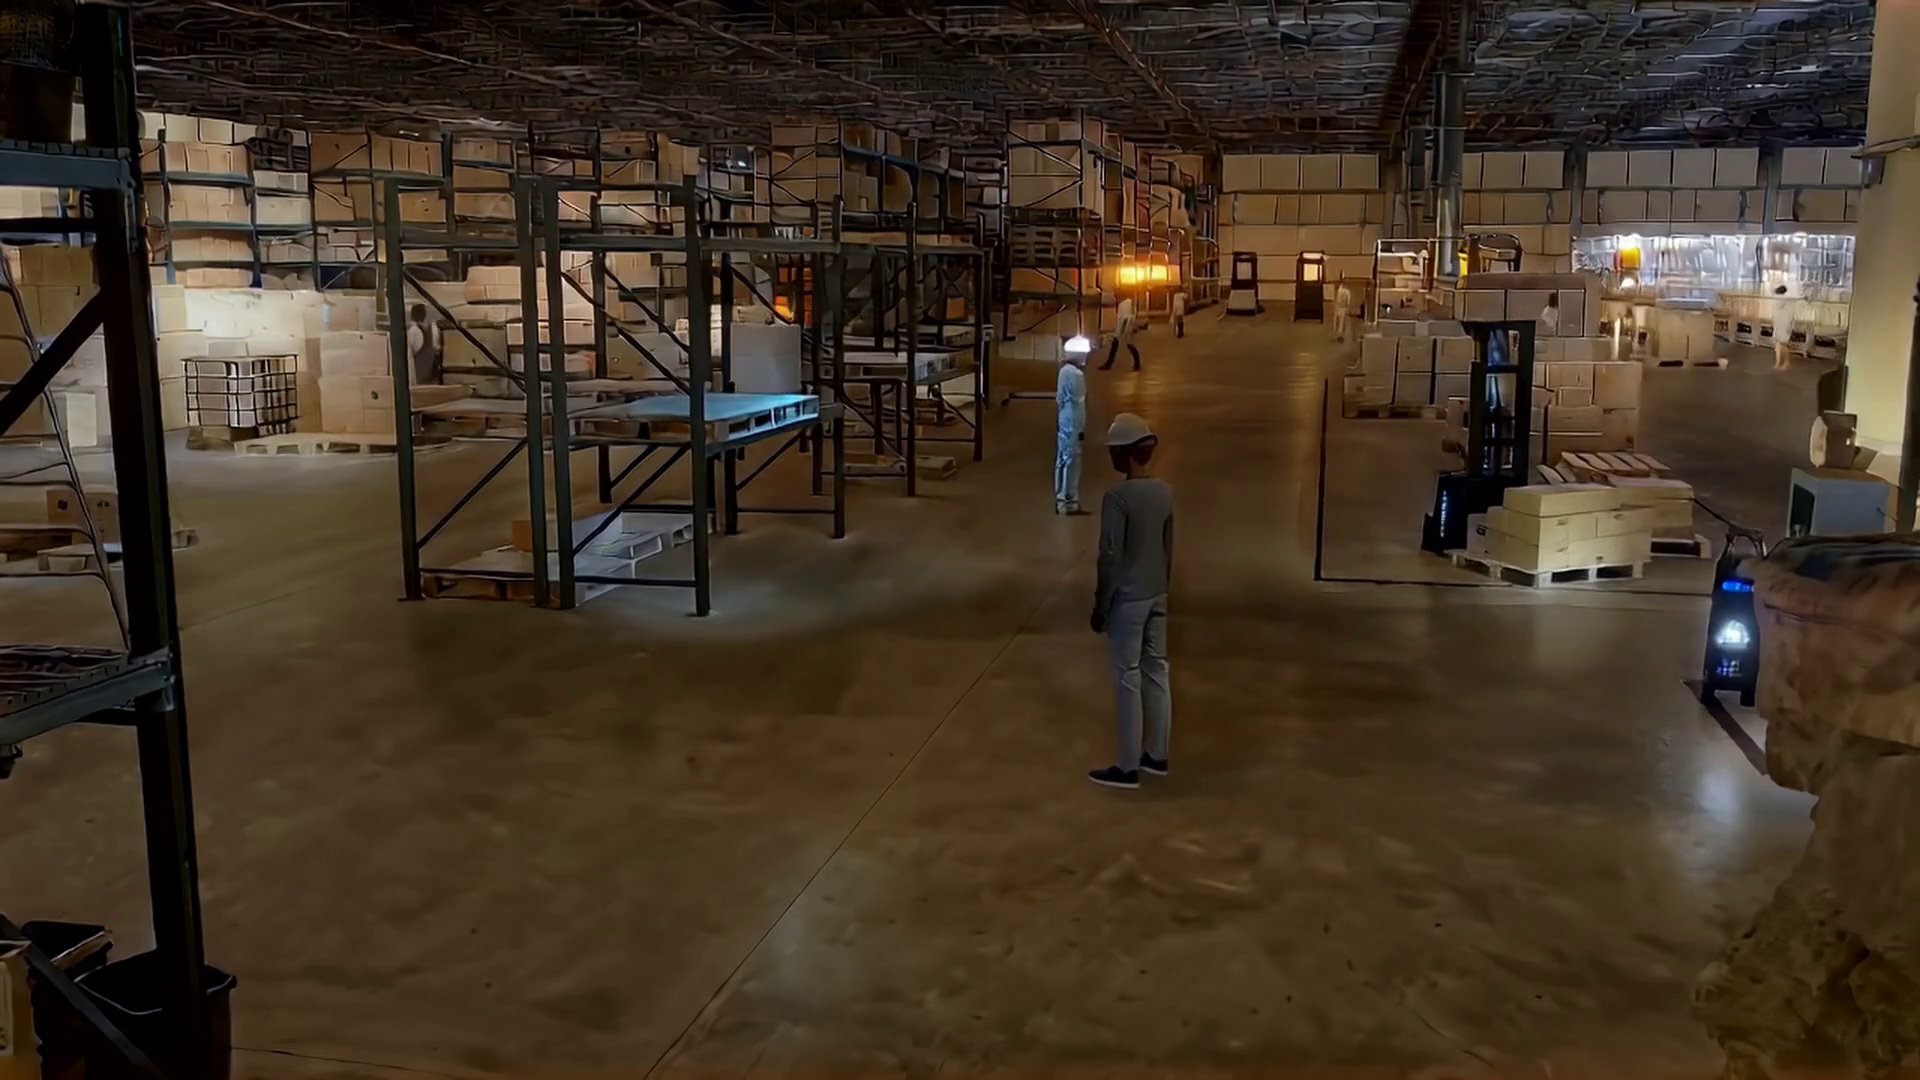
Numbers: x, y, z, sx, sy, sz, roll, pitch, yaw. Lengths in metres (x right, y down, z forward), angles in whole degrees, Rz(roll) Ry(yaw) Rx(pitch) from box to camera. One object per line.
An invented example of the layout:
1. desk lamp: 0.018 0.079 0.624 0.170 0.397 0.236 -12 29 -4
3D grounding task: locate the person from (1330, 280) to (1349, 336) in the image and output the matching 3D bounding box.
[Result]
1. person: 12.341 -7.544 54.082 0.585 1.806 0.863 3 10 17

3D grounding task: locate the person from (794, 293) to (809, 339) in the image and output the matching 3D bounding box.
1. person: -3.957 -5.326 41.297 0.390 1.668 0.576 -3 10 -17

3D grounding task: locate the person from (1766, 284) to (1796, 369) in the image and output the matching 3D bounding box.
1. person: 18.583 -4.830 37.647 0.476 1.916 0.557 -9 13 -42

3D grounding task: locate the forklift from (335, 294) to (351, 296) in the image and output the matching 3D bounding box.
1. forklift: -19.361 -7.794 52.361 1.873 2.768 1.129 -2 10 -9

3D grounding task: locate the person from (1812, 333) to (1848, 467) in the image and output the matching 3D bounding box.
1. person: 6.971 -0.681 12.976 1.002 1.941 0.634 -3 10 -16

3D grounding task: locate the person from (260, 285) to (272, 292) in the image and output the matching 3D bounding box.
1. person: -14.199 -4.254 34.184 0.377 1.936 0.549 1 10 5

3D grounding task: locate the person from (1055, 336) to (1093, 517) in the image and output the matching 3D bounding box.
1. person: 1.110 -1.093 16.065 0.311 1.736 0.483 -3 10 -16

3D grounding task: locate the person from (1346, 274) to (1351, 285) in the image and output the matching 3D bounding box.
1. person: 20.250 -13.066 87.042 0.873 1.693 0.508 2 10 12

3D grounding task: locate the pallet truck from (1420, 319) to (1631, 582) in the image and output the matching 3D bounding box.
1. pallet truck: 4.543 -0.757 13.299 0.823 1.965 1.885 -4 10 -22

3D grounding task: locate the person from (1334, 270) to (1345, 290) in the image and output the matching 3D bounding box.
1. person: 18.293 -12.009 80.074 0.618 1.945 0.394 -5 11 -27

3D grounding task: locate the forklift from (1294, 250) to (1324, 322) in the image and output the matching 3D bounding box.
1. forklift: 13.778 -10.002 65.433 1.129 2.768 1.873 2 10 12

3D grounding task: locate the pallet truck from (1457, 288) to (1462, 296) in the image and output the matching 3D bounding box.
1. pallet truck: 20.506 -9.785 68.819 0.653 1.274 1.630 2 10 12

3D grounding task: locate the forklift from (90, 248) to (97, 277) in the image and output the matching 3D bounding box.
1. forklift: -26.228 -7.535 50.828 1.129 2.768 1.873 2 10 12

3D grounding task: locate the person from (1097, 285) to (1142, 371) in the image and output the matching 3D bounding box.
1. person: 3.571 -4.657 36.644 1.001 1.911 0.624 -2 10 -13

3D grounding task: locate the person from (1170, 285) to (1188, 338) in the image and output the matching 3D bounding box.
1. person: 6.903 -7.198 52.449 0.538 1.656 0.848 1 10 5

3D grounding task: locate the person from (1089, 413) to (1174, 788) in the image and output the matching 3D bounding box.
1. person: 0.808 0.279 7.880 0.336 1.761 0.522 8 12 40

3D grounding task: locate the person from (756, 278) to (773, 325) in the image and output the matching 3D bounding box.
1. person: -6.220 -7.414 53.089 0.645 1.872 0.860 3 10 17

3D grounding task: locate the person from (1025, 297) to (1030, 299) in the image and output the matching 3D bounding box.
1. person: 2.504 -8.263 57.924 0.631 1.940 0.372 -9 13 -43

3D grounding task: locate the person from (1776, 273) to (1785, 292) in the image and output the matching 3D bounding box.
1. person: 39.288 -11.883 79.668 0.607 1.833 0.579 2 10 10

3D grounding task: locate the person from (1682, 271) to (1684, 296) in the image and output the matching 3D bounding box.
1. person: 35.556 -12.324 81.804 0.396 1.992 0.623 8 12 39

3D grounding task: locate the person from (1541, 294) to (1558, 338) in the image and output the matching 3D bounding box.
1. person: 13.701 -4.870 38.560 0.547 1.678 0.476 -8 13 -40

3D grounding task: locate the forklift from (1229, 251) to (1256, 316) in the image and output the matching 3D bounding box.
1. forklift: 12.249 -11.082 71.829 1.129 2.768 1.873 2 10 12

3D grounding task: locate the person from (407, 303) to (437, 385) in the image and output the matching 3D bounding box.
1. person: -7.981 -2.620 24.845 0.656 1.826 0.528 5 11 28
